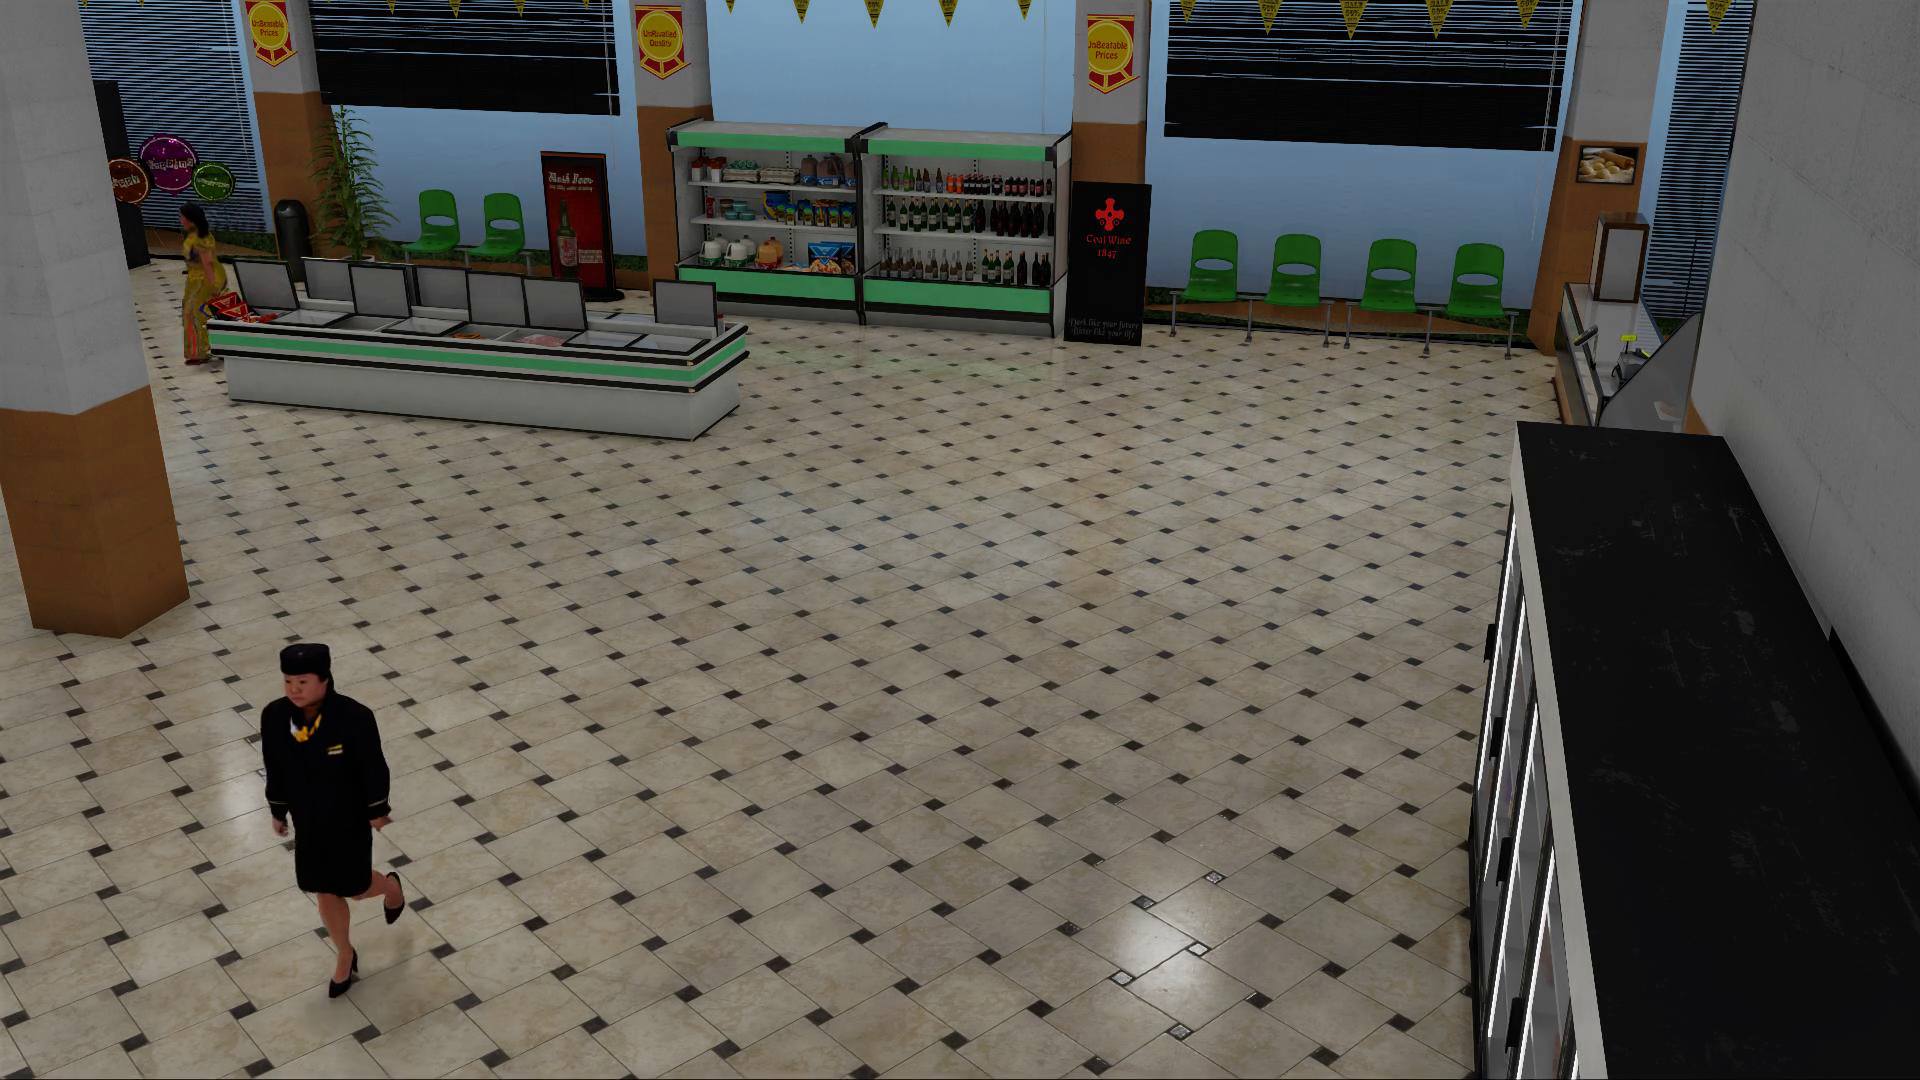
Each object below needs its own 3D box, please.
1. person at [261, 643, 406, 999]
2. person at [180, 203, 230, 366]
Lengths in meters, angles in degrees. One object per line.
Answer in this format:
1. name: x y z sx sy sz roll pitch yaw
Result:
1. person: -2.771 1.207 7.429 0.803 1.660 0.806 3 22 8
2. person: -7.582 -2.617 16.972 1.076 1.640 1.017 -9 24 -22
